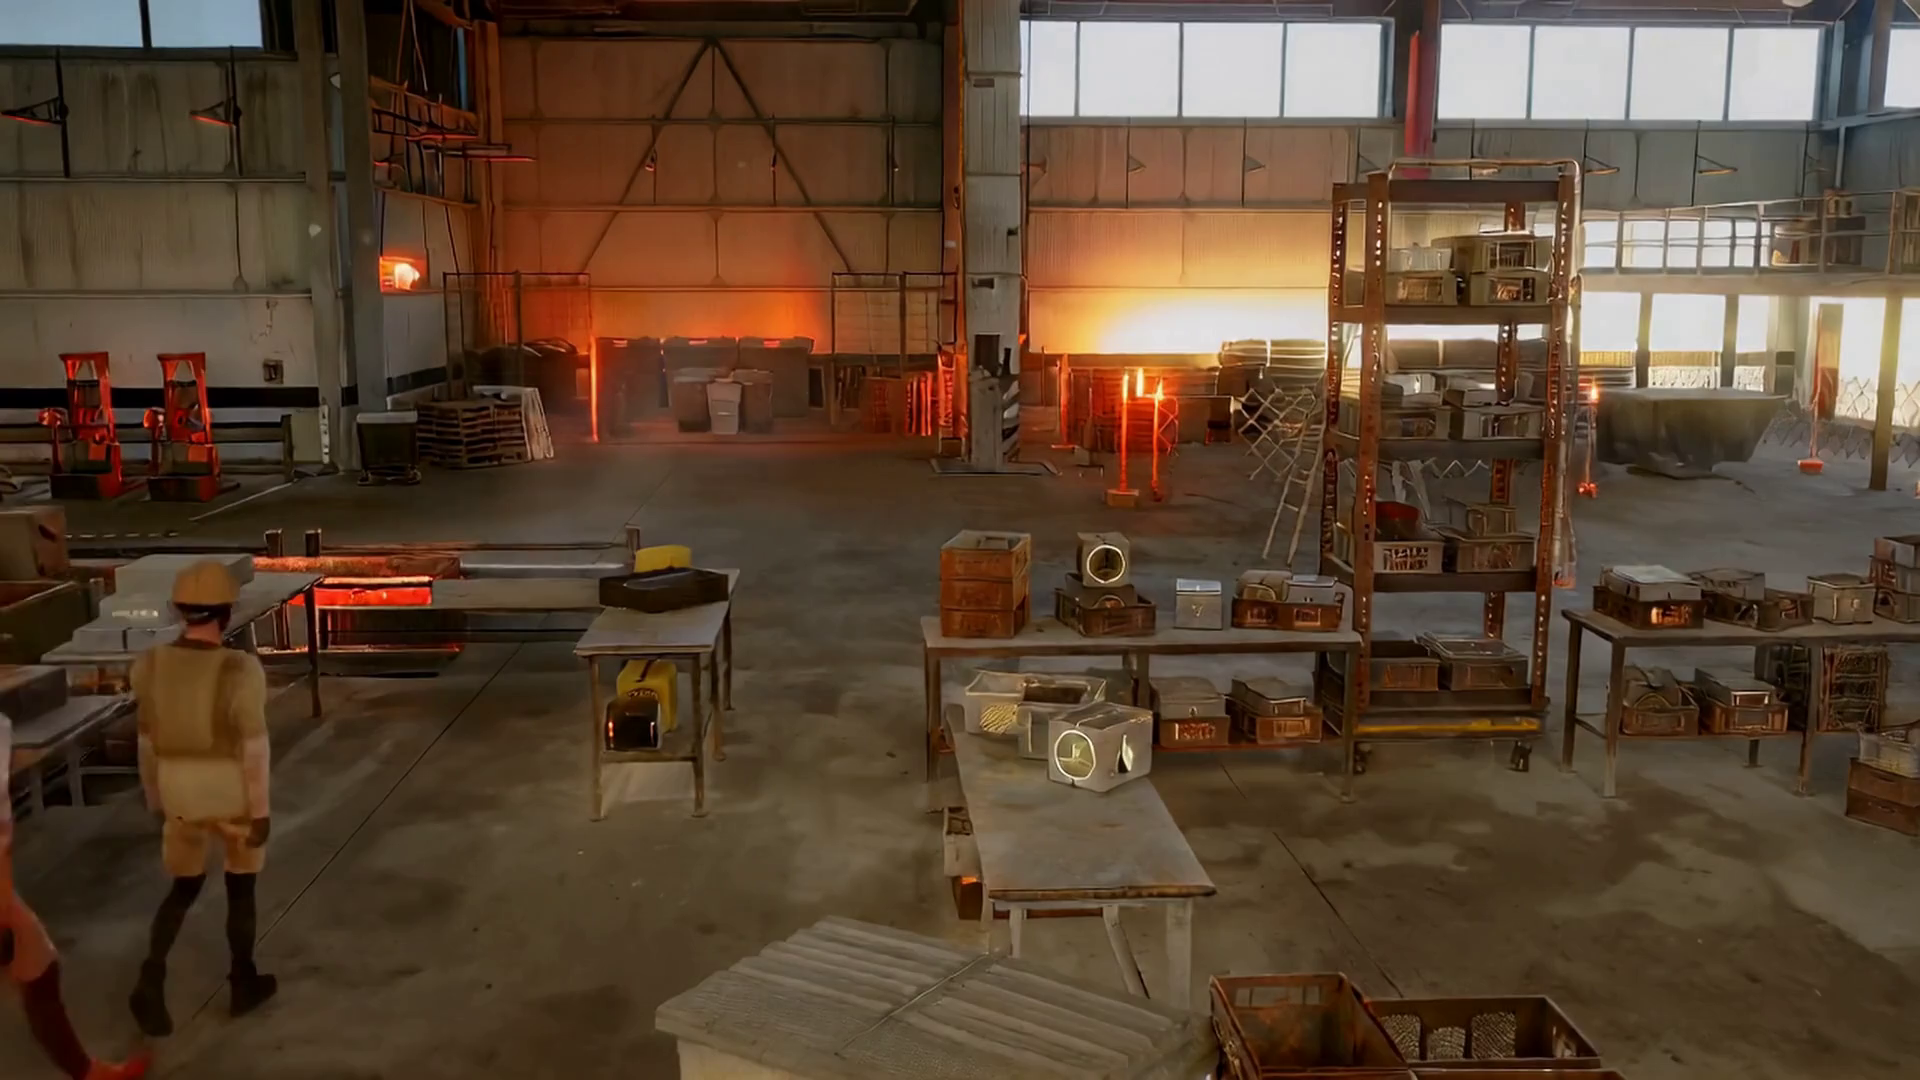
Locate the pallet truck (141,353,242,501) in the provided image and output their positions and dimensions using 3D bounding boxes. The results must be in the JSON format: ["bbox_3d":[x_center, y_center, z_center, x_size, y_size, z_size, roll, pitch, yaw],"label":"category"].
[{"bbox_3d":[-10.520,-1.604,22.925,0.823,1.965,1.885,-1,9,-6],"label":"pallet truck"}]

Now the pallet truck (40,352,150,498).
[{"bbox_3d":[-11.907,-1.642,23.165,0.823,1.965,1.885,0,9,0],"label":"pallet truck"}]

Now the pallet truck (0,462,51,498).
[{"bbox_3d":[-13.193,-1.293,23.148,0.653,1.274,1.630,-1,9,-4],"label":"pallet truck"}]

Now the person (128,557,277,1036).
[{"bbox_3d":[-3.029,1.034,6.610,0.547,1.922,0.681,1,9,5],"label":"person"}]

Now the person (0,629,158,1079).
[{"bbox_3d":[-3.299,1.144,5.679,0.636,1.991,0.994,3,10,20],"label":"person"}]
